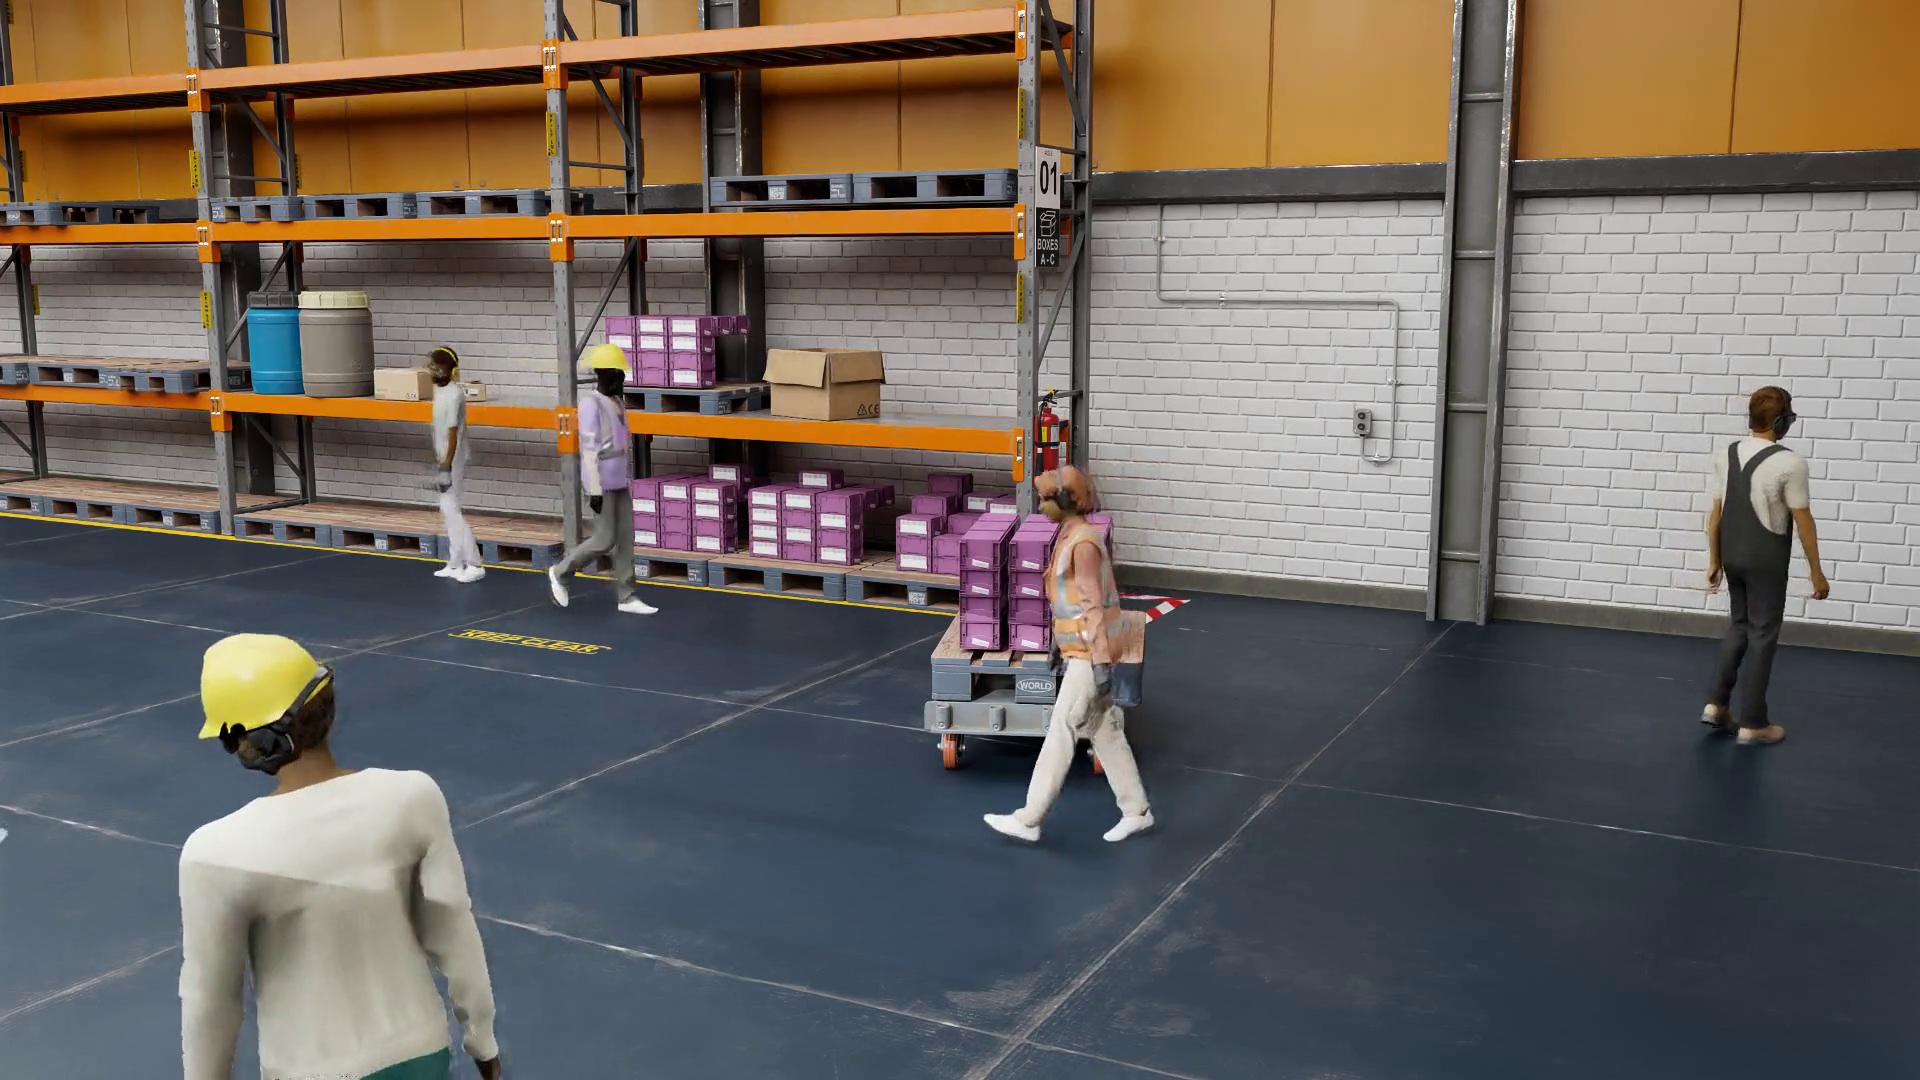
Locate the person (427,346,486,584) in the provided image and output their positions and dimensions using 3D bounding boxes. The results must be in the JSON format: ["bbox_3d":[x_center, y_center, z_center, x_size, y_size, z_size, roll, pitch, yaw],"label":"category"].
[{"bbox_3d":[-3.916,-0.581,12.891,0.365,1.834,0.650,-3,10,-20],"label":"person"}]

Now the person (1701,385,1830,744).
[{"bbox_3d":[4.059,0.139,8.416,0.408,1.836,0.536,-4,10,-21],"label":"person"}]

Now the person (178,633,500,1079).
[{"bbox_3d":[-1.203,1.030,3.249,0.507,1.725,0.543,8,12,42],"label":"person"}]

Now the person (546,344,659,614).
[{"bbox_3d":[-2.508,-0.417,11.619,0.707,1.910,0.598,2,9,14],"label":"person"}]

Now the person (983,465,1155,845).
[{"bbox_3d":[0.492,0.489,6.974,0.745,1.592,0.581,-1,9,-4],"label":"person"}]

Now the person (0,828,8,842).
[{"bbox_3d":[-4.418,0.426,6.606,1.067,1.858,0.616,-1,9,-8],"label":"person"}]
